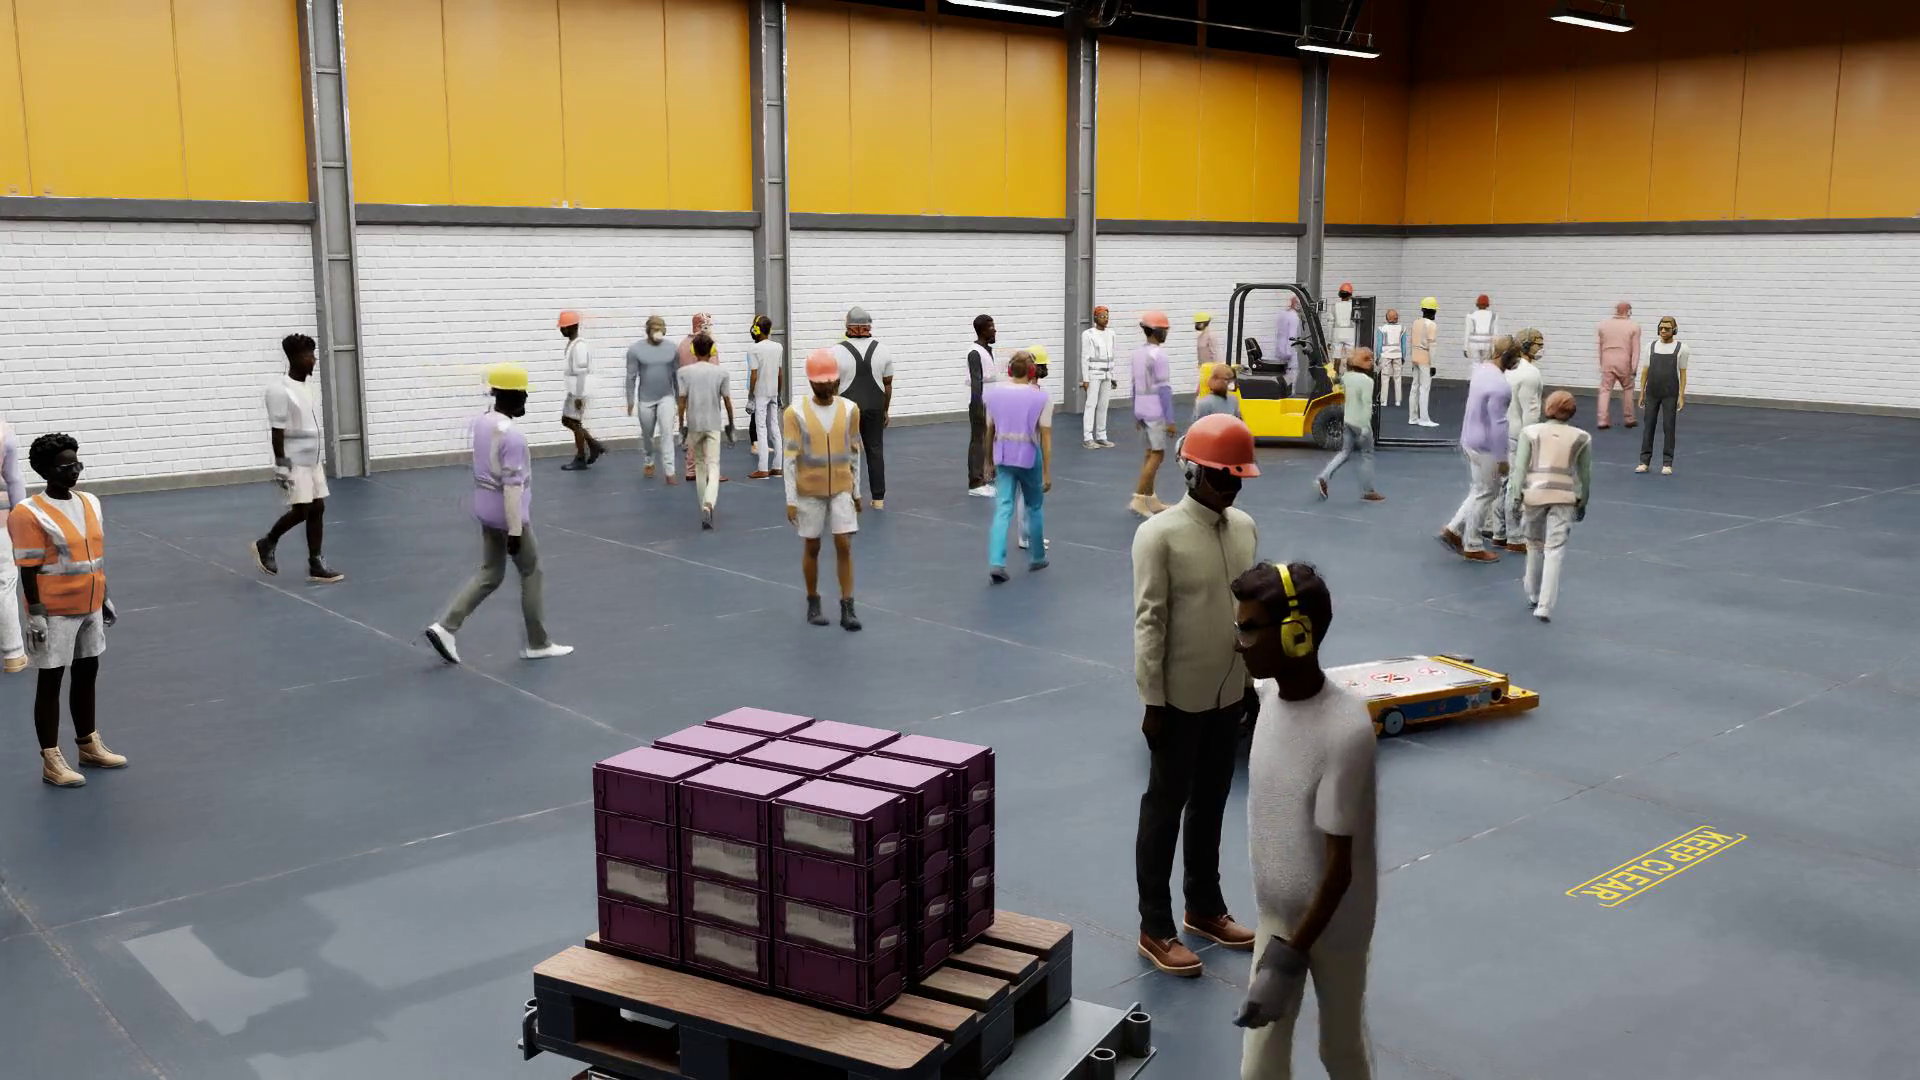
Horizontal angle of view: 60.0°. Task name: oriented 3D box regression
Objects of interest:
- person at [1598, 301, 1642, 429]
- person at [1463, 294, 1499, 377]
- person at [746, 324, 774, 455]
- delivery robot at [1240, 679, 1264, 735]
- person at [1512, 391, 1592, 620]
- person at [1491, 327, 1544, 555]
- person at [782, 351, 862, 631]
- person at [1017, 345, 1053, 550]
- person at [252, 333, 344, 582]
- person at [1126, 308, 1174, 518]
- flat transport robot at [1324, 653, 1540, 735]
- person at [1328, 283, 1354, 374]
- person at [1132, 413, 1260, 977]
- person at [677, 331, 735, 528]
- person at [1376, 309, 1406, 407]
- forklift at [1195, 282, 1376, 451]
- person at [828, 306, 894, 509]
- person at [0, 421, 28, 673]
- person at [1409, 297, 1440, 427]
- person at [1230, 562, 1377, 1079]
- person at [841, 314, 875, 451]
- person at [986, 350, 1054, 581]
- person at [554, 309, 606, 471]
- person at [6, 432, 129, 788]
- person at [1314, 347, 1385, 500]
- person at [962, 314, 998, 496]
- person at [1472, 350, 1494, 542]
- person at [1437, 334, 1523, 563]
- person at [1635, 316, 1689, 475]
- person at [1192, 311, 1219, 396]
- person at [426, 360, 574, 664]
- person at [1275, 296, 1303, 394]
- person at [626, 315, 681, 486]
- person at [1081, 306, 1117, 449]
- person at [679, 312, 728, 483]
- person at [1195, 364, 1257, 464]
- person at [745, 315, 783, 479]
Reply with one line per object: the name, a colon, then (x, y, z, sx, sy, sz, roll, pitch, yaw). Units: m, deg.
person: (9.716, -2.567, 24.470, 0.659, 1.871, 0.923, 8, 13, 40)
person: (9.181, -3.398, 29.347, 0.578, 1.871, 0.438, 1, 10, 7)
person: (-2.558, -1.932, 21.250, 0.318, 1.698, 0.535, 1, 10, 8)
delivery robot: (1.301, 0.784, 8.421, 0.707, 0.478, 0.477, -3, 10, -18)
person: (4.179, -0.262, 11.782, 0.517, 1.575, 0.850, 3, 10, 19)
person: (4.771, -0.847, 14.209, 0.375, 1.936, 0.627, -1, 10, -4)
person: (-0.907, -0.317, 11.255, 0.571, 1.894, 0.790, -3, 10, -17)
person: (0.643, -0.803, 14.445, 0.314, 1.769, 0.525, 1, 10, 5)
person: (-5.151, -0.628, 12.875, 0.609, 1.953, 0.633, 2, 10, 13)
person: (1.874, -1.229, 16.202, 0.500, 2.055, 0.613, -3, 10, -18)
flat transport robot: (2.430, 0.843, 9.176, 1.431, 0.197, 0.652, -5, 11, -26)
person: (7.025, -3.670, 30.415, 0.605, 2.045, 0.383, 4, 10, 21)
person: (0.869, 0.537, 5.950, 0.611, 1.988, 0.391, -9, 13, -41)
person: (-2.397, -1.041, 15.673, 0.526, 1.831, 0.887, 0, 10, -3)
person: (7.247, -3.052, 27.982, 0.517, 1.638, 0.314, -1, 10, -4)
forklift: (4.328, -2.346, 22.227, 2.313, 2.155, 1.214, 3, 10, 16)
person: (-1.031, -1.317, 16.649, 0.684, 2.000, 0.538, -3, 10, -19)
person: (-5.969, -0.085, 10.025, 0.625, 1.843, 0.429, -5, 11, -27)
person: (6.935, -2.657, 24.826, 0.385, 1.928, 0.589, -3, 10, -16)
person: (0.829, 0.951, 4.067, 0.899, 1.797, 0.457, -8, 12, -38)
person: (-1.322, -2.011, 21.382, 0.750, 1.818, 0.624, -8, 13, -40)
person: (0.453, -0.589, 13.113, 0.596, 1.806, 0.956, 4, 10, 22)
person: (-4.508, -1.759, 19.600, 0.507, 1.913, 0.571, -4, 11, -24)
person: (-4.307, 0.327, 8.032, 0.319, 1.696, 0.532, 2, 10, 13)
person: (4.049, -1.189, 17.174, 0.717, 1.613, 0.505, -4, 10, -21)
person: (0.218, -1.428, 17.661, 0.375, 1.918, 0.598, 2, 10, 11)
person: (4.794, -0.890, 14.853, 0.455, 1.817, 0.638, -2, 10, -10)
person: (4.312, -0.730, 13.616, 0.481, 1.902, 0.678, 0, 10, 3)
person: (8.156, -1.676, 19.320, 0.505, 1.847, 0.344, 7, 12, 34)
person: (3.608, -2.491, 24.436, 0.649, 1.727, 0.535, -2, 10, -14)
person: (-2.884, -0.158, 10.291, 0.827, 1.902, 0.588, -8, 13, -39)
person: (5.534, -3.256, 28.580, 0.714, 1.862, 0.661, -2, 10, -13)
person: (-3.430, -1.583, 18.715, 0.644, 1.905, 0.992, -3, 10, -15)
person: (1.840, -2.144, 21.949, 0.585, 1.882, 0.340, -8, 13, -40)
person: (-2.888, -1.600, 18.706, 0.402, 1.904, 0.651, -9, 14, -44)
person: (2.307, -0.719, 14.447, 0.802, 1.596, 0.516, 9, 13, 41)
person: (-2.233, -1.628, 18.972, 0.328, 1.872, 0.511, 8, 13, 40)
